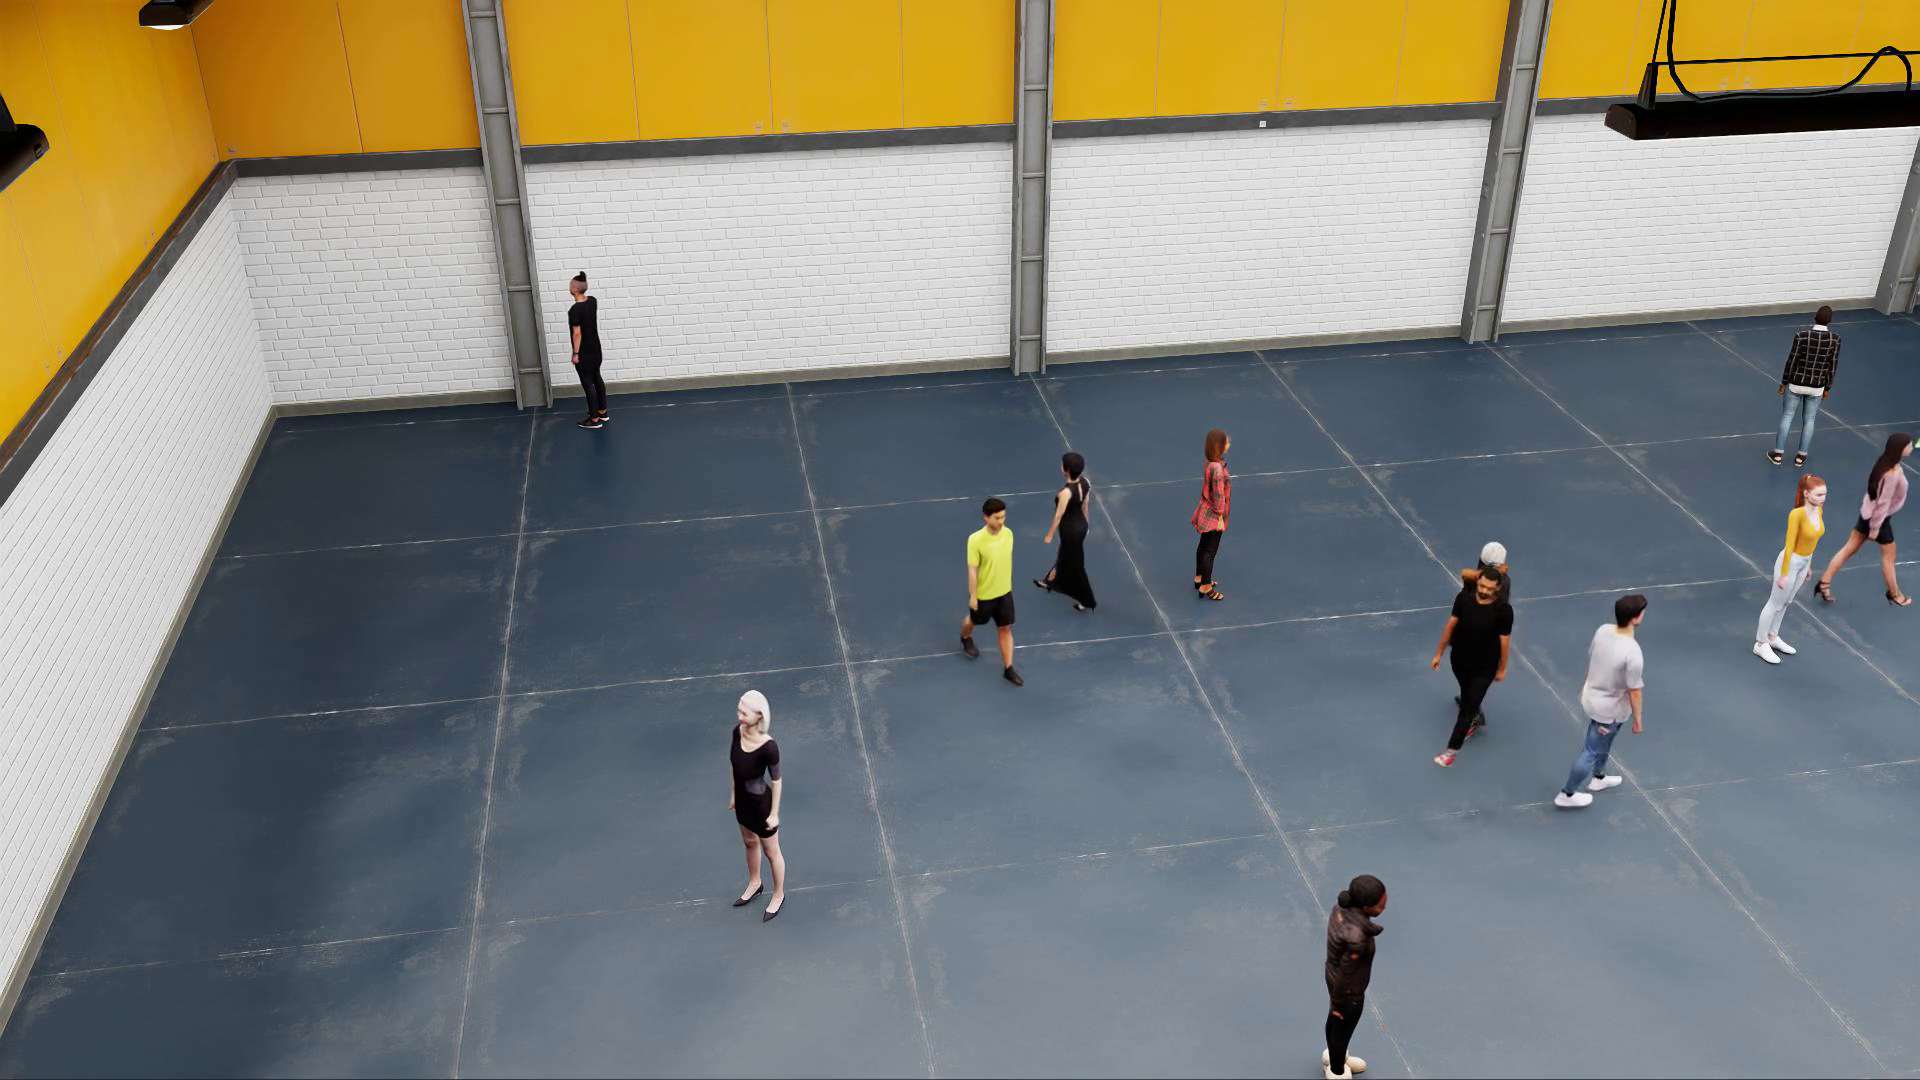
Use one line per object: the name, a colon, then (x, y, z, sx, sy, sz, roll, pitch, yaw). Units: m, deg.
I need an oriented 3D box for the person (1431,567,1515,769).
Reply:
person: (4.165, 0.947, 13.334, 1.083, 1.710, 1.238, 25, 37, 38)

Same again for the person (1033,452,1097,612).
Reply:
person: (1.106, -0.027, 15.264, 1.032, 1.571, 0.951, 16, 32, 27)

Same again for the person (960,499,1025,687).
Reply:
person: (0.209, 0.389, 14.399, 1.138, 1.669, 0.942, -16, 32, -26)

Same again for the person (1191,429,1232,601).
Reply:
person: (2.359, -0.253, 15.540, 0.575, 1.704, 0.628, -2, 29, -3)

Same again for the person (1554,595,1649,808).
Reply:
person: (4.816, 1.253, 12.613, 0.880, 1.863, 0.710, -6, 29, -12)

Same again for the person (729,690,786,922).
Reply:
person: (-1.415, 1.834, 11.581, 0.647, 1.830, 0.697, 20, 35, 33)

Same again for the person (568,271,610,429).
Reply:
person: (-4.242, -2.181, 18.909, 0.752, 1.862, 0.770, 8, 30, 15)

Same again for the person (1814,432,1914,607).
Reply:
person: (8.313, -0.157, 15.305, 1.179, 1.760, 0.942, 6, 29, 12)

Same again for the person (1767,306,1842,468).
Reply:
person: (9.168, -1.673, 18.020, 0.661, 1.821, 0.800, 8, 30, 14)

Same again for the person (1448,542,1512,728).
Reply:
person: (4.294, 0.804, 13.699, 0.779, 1.611, 0.741, -10, 30, -18)

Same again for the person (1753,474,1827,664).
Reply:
person: (7.305, 0.233, 14.601, 0.630, 1.750, 0.736, -18, 33, -30)

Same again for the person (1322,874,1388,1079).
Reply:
person: (2.348, 2.709, 10.156, 0.606, 1.660, 0.657, -5, 29, -8)
